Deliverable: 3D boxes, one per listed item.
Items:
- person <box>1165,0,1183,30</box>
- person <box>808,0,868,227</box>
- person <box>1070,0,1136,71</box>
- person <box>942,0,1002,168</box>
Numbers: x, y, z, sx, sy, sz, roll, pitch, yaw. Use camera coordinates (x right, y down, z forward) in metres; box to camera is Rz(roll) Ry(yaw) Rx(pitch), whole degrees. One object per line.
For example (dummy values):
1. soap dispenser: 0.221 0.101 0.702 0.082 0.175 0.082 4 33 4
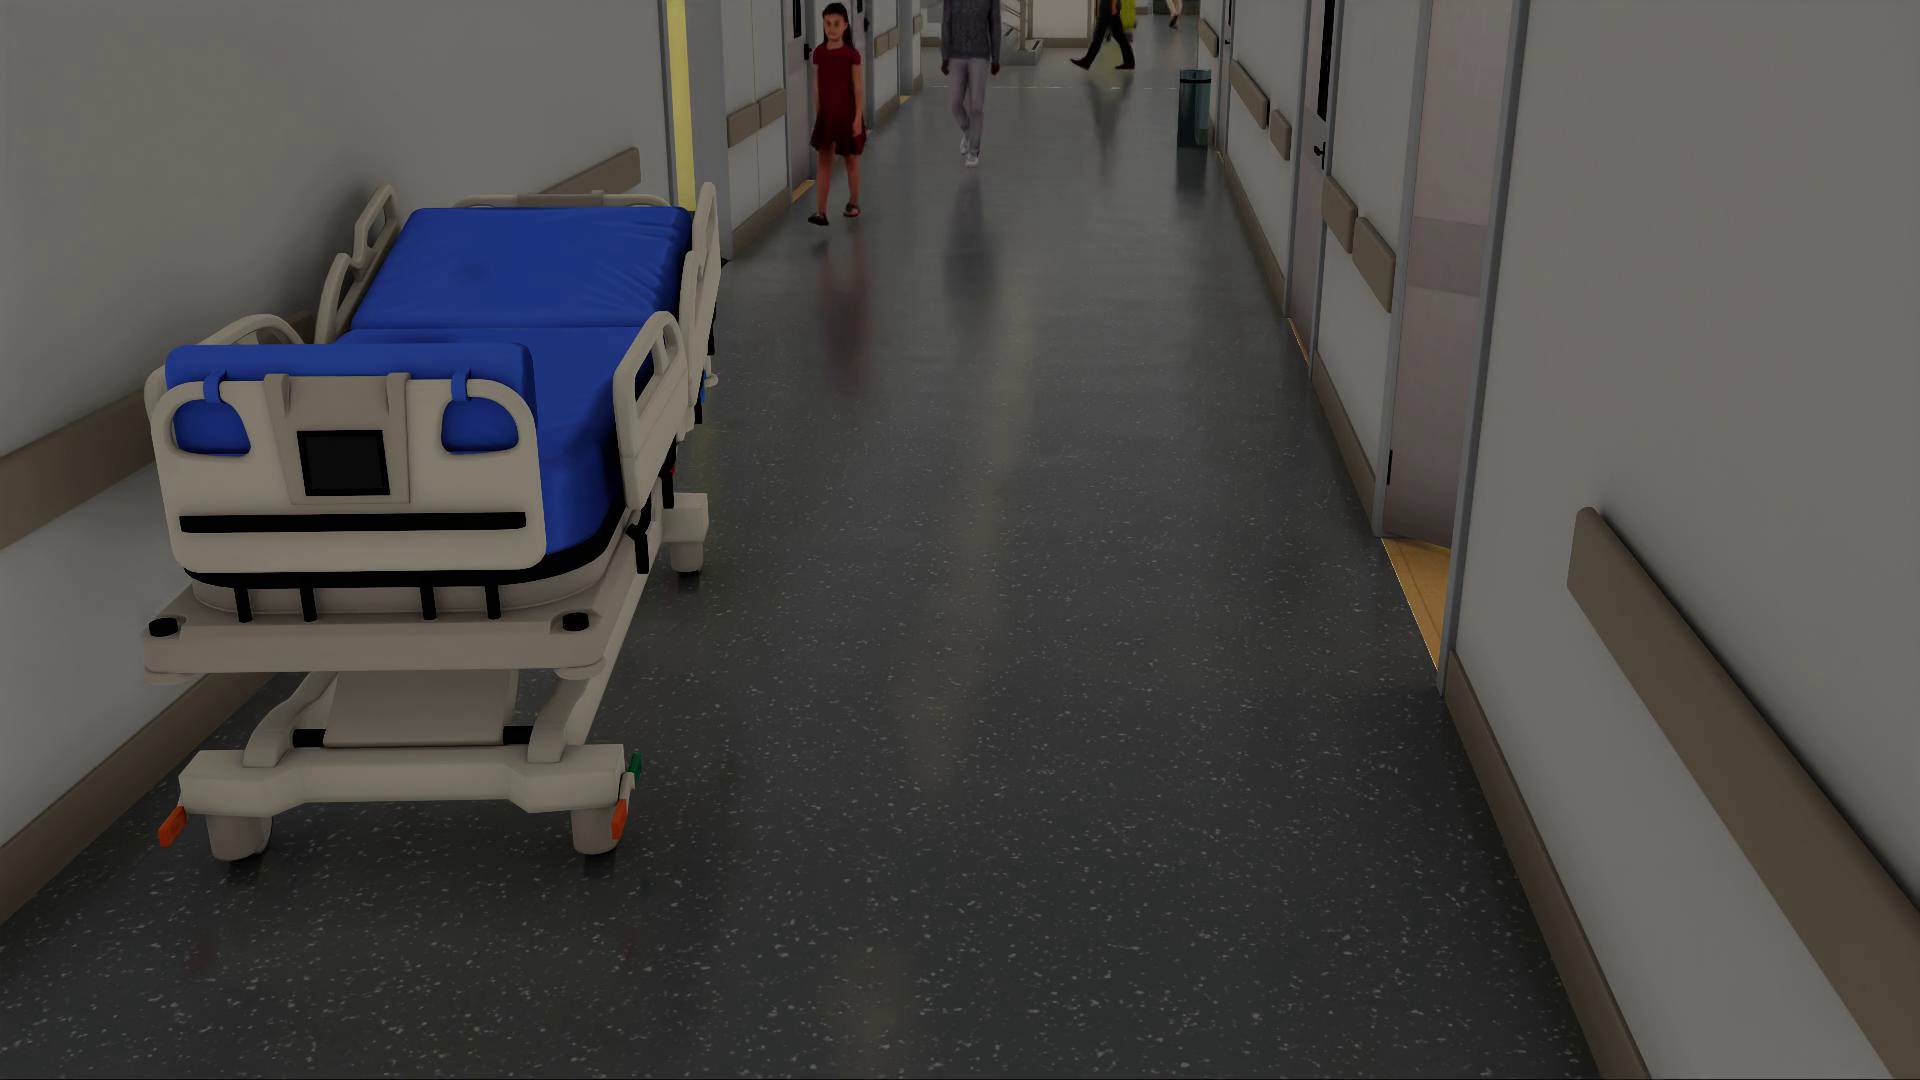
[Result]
1. person: 4.138 -10.653 31.592 0.784 1.836 0.826 -3 21 -9
2. person: -0.834 -3.014 11.882 1.012 1.504 0.694 5 21 12
3. person: 2.177 -7.372 23.031 1.118 1.765 0.674 2 21 5
4. person: 0.103 -4.256 14.723 0.790 1.822 0.779 4 21 9
